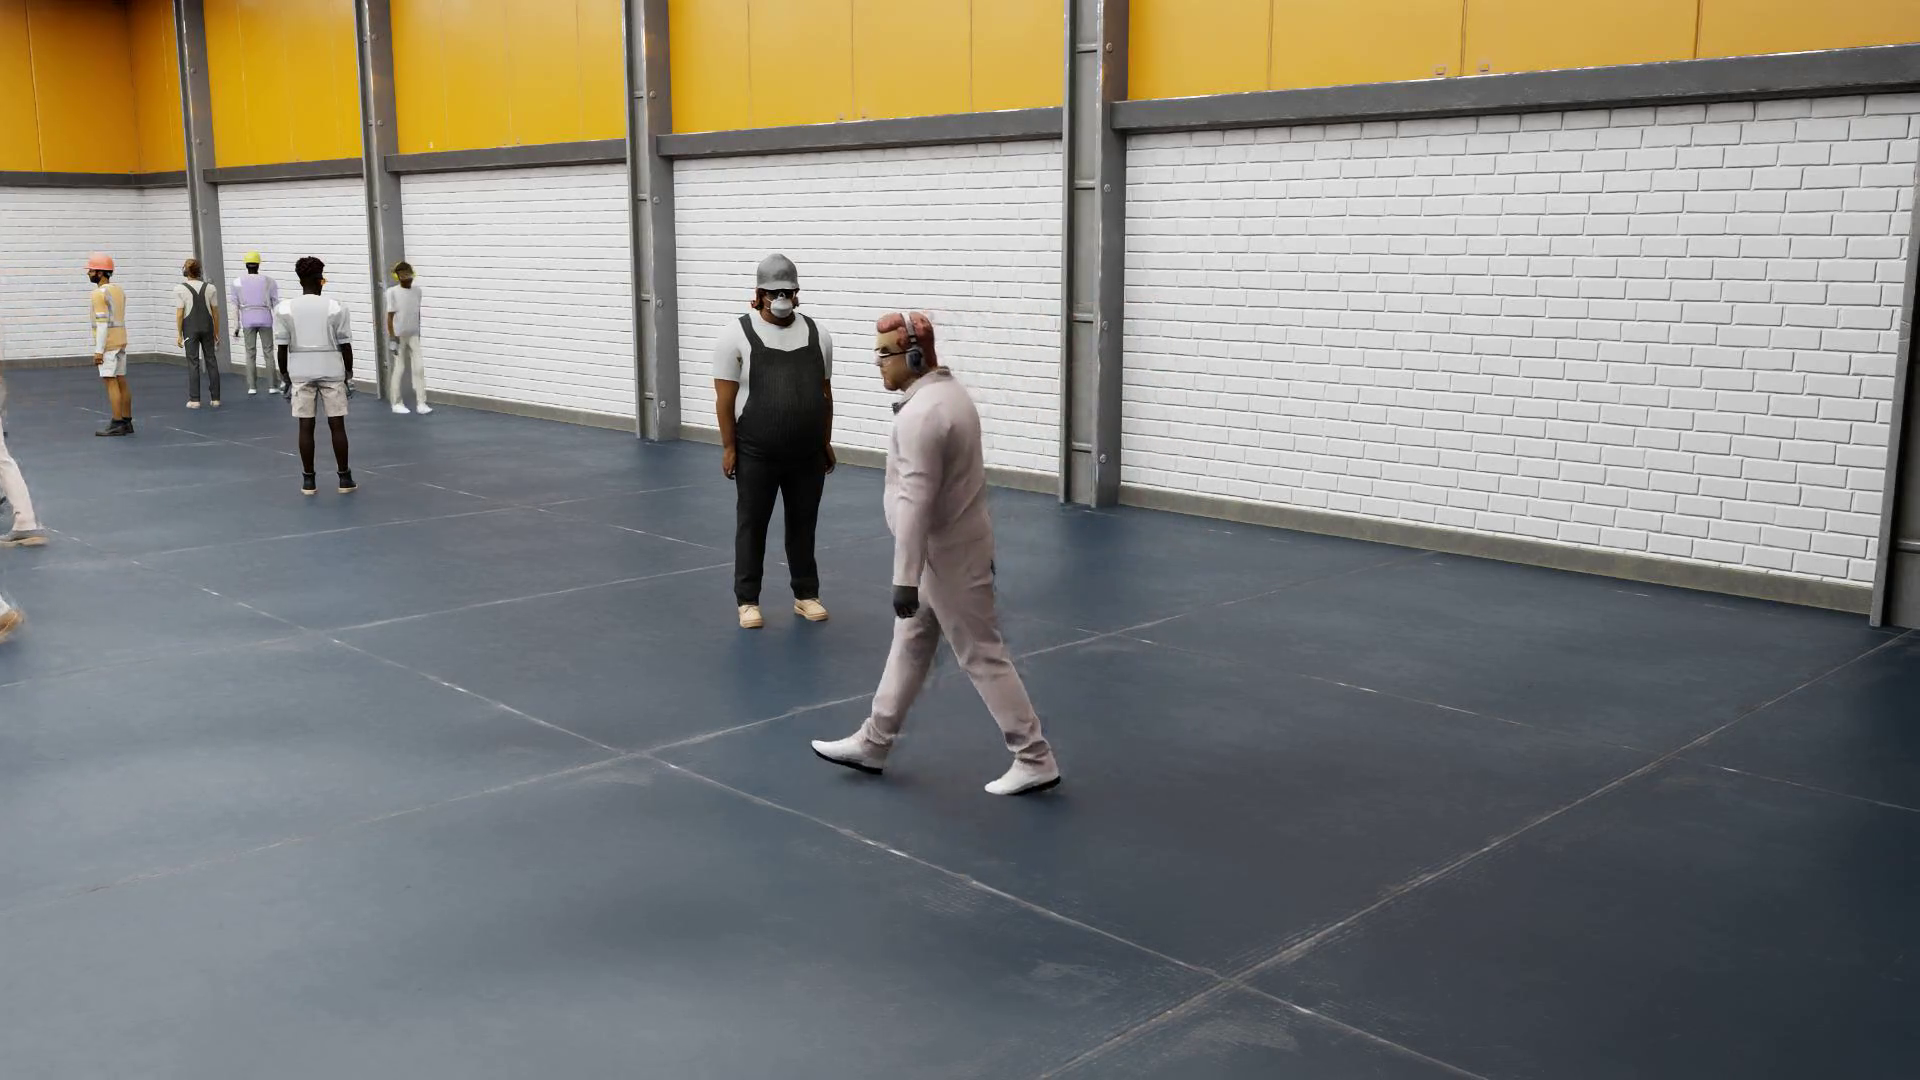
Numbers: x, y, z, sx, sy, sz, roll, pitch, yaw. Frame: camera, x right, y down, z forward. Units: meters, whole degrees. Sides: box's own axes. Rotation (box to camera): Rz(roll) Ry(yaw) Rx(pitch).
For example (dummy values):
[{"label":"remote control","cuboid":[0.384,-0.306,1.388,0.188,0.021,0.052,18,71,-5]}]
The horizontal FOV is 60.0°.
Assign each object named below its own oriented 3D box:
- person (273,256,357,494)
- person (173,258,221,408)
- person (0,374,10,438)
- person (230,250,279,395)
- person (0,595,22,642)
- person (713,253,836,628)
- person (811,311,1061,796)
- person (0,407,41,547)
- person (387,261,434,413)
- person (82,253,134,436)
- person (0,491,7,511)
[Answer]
[{"label":"person","cuboid":[-5.311,-1.354,13.736,0.608,1.963,0.374,-3,11,-14]},{"label":"person","cuboid":[-9.433,-2.551,20.587,0.508,1.846,0.345,-9,14,-41]},{"label":"person","cuboid":[-10.190,-1.923,17.248,0.620,1.809,0.575,4,11,19]},{"label":"person","cuboid":[-9.442,-2.914,22.348,0.593,1.923,0.387,-3,11,-17]},{"label":"person","cuboid":[-5.308,-0.285,8.351,0.634,1.810,0.896,7,12,33]},{"label":"person","cuboid":[-0.969,-0.540,9.086,0.688,2.000,0.536,-5,12,-26]},{"label":"person","cuboid":[-0.077,0.065,6.333,1.020,1.854,0.679,1,10,6]},{"label":"person","cuboid":[-6.819,-0.902,11.344,1.042,1.935,0.652,1,10,7]},{"label":"person","cuboid":[-6.575,-2.393,19.789,0.821,1.821,0.537,9,14,41]},{"label":"person","cuboid":[-9.080,-2.075,17.725,0.347,1.942,0.549,-1,10,-4]},{"label":"person","cuboid":[-7.482,-1.013,12.314,0.828,1.808,0.598,1,10,7]}]
